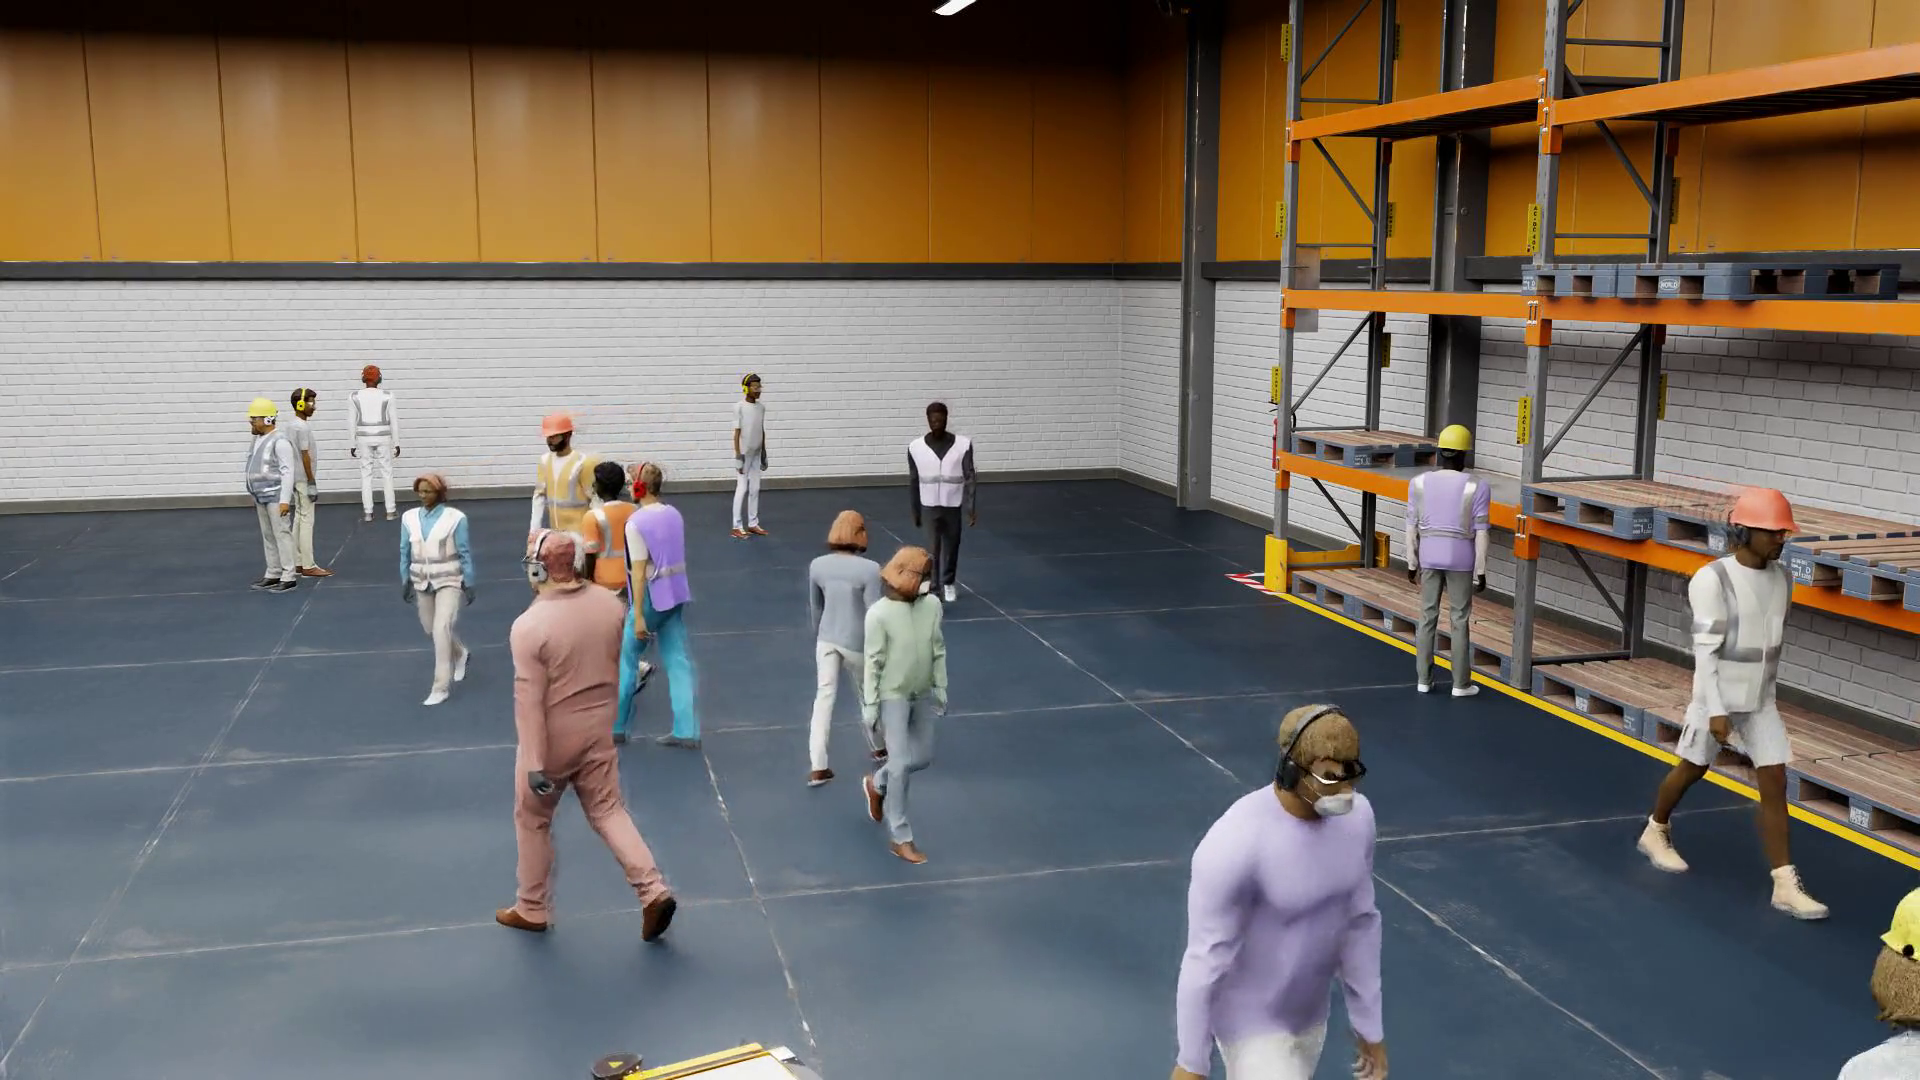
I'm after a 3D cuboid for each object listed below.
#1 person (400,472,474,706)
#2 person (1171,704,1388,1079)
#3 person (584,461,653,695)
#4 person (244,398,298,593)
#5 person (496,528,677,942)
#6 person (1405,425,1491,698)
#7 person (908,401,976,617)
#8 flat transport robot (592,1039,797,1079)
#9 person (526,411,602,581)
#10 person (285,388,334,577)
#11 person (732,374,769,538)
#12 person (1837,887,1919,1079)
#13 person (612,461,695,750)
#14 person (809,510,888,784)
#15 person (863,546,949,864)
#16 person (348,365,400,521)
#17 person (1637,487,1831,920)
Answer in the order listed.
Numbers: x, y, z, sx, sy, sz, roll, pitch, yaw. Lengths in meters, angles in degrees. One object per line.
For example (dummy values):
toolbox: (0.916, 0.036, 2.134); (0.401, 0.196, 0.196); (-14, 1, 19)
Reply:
person: (-3.661, 0.307, 11.764); (0.526, 1.614, 0.750); (2, 9, 14)
person: (0.908, 1.339, 4.454); (0.619, 1.867, 1.028); (-9, 13, -43)
person: (-2.364, 0.291, 11.611); (0.554, 1.684, 0.534); (6, 11, 34)
person: (-6.462, -0.418, 15.577); (0.594, 1.832, 0.403); (8, 12, 42)
person: (-1.693, 0.875, 7.391); (0.880, 1.874, 0.646); (7, 11, 36)
person: (3.439, 0.149, 11.739); (0.589, 1.928, 0.386); (6, 11, 34)
person: (-0.171, -0.310, 14.790); (0.585, 1.882, 0.968); (-1, 9, -5)
flat transport robot: (-0.669, 1.989, 5.416); (0.652, 0.197, 1.431); (-5, 11, -31)
person: (-3.190, -0.074, 13.238); (0.544, 1.884, 0.984); (6, 11, 34)
person: (-6.449, -0.563, 16.390); (0.327, 1.865, 0.519); (-7, 11, -37)
person: (-2.371, -0.951, 18.837); (0.349, 1.860, 0.507); (6, 11, 35)
person: (2.019, 1.573, 3.494); (0.515, 1.723, 0.503); (-2, 9, -12)
person: (-2.020, 0.408, 10.480); (0.876, 1.805, 0.582); (4, 10, 24)
person: (-0.660, 0.613, 9.897); (0.514, 1.583, 0.866); (4, 10, 24)
person: (-0.325, 0.809, 8.614); (0.511, 1.610, 0.632); (-8, 12, -42)
person: (-7.075, -1.171, 20.114); (0.584, 1.882, 0.337); (-2, 9, -12)
person: (3.710, 0.730, 7.960); (0.612, 1.995, 1.066); (-3, 9, -16)
